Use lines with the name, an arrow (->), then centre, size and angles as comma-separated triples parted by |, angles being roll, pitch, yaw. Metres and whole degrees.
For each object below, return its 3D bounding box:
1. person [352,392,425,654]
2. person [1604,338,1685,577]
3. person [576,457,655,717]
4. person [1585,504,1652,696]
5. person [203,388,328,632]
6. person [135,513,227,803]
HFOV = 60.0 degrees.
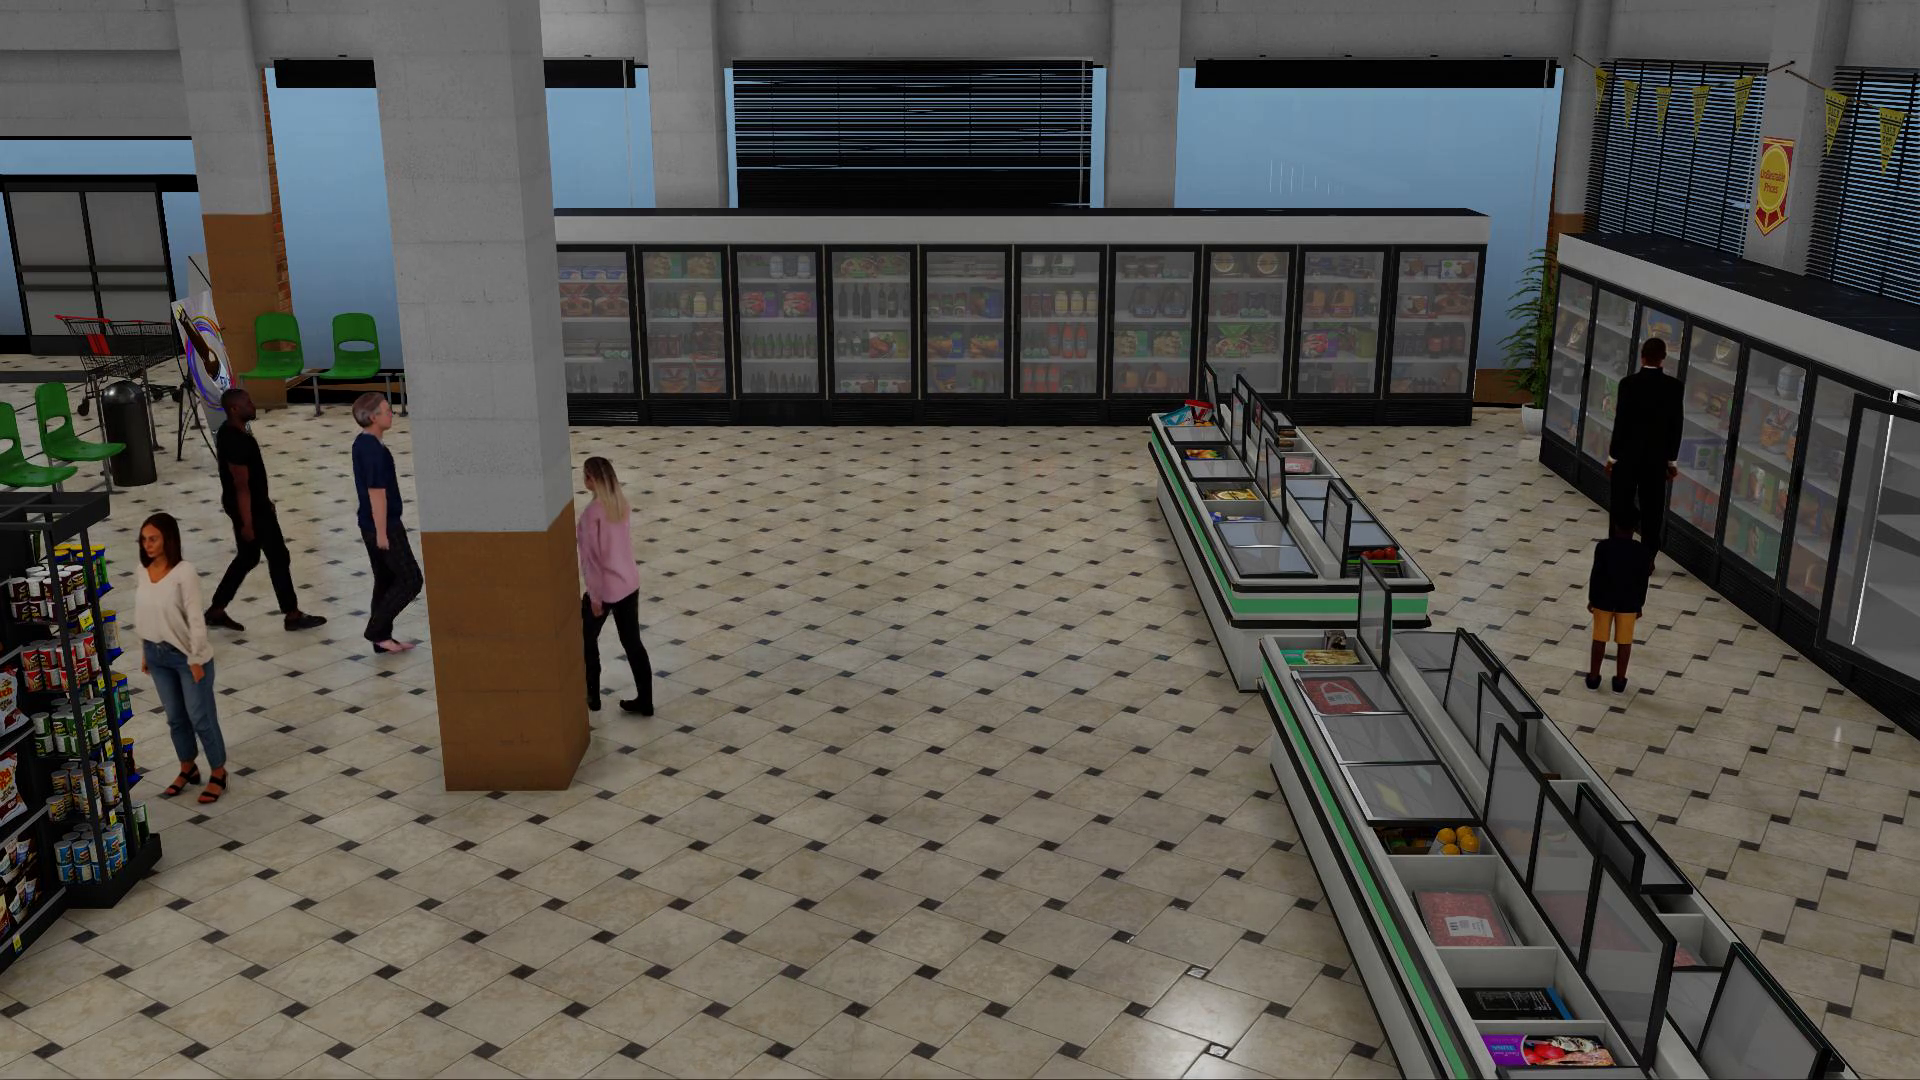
person -> -4.037, -0.076, 11.345 | 0.836, 1.858, 0.721 | -6, 18, -19
person -> 5.402, -0.660, 13.190 | 0.732, 1.904, 0.639 | 2, 17, 7
person -> -2.100, 0.326, 10.363 | 0.928, 1.660, 0.907 | 9, 19, 28
person -> 4.283, 0.381, 10.855 | 0.564, 1.269, 0.594 | 5, 18, 15
person -> -5.119, -0.179, 11.799 | 1.034, 1.792, 1.114 | -8, 19, -26
person -> -4.345, 0.646, 9.283 | 0.682, 1.676, 0.674 | 7, 18, 23
